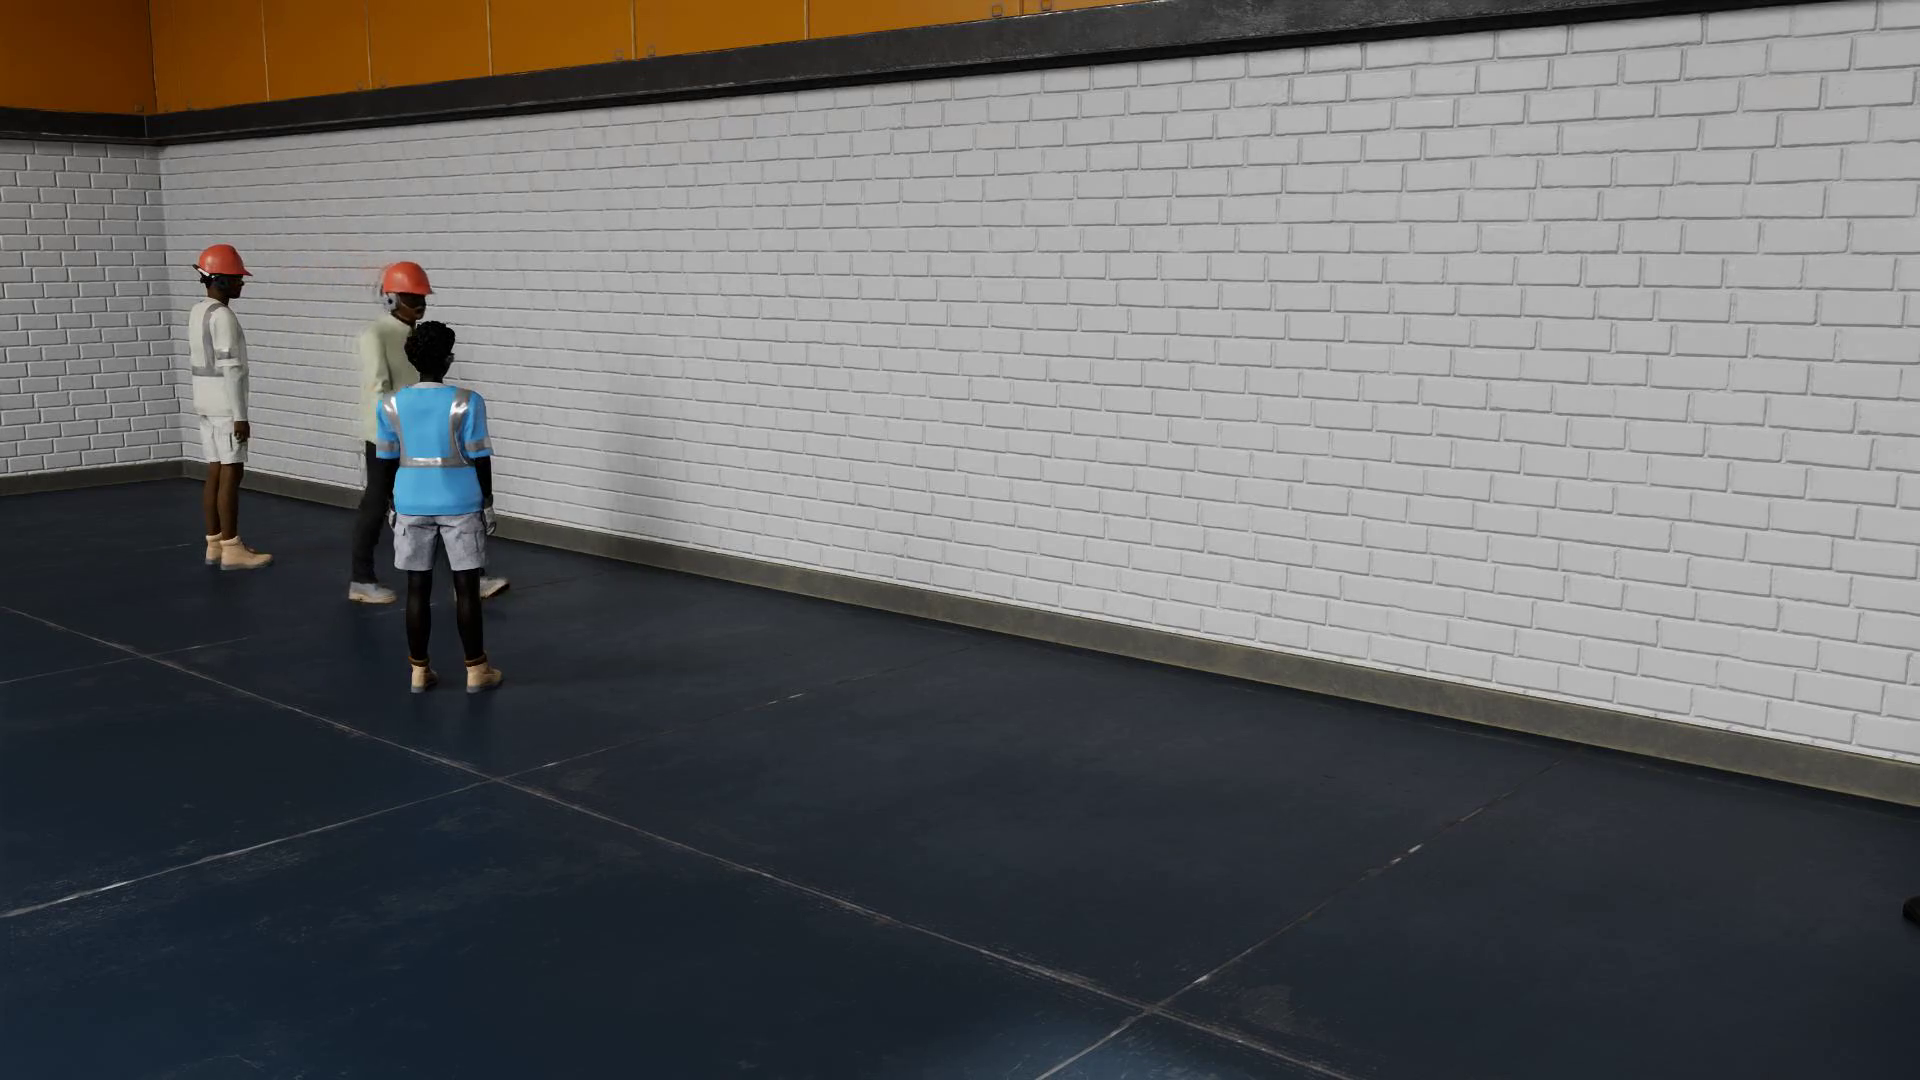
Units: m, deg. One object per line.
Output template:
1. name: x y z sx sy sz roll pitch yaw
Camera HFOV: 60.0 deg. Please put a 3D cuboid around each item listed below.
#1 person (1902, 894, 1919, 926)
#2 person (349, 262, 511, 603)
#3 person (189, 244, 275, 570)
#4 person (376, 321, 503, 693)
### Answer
1. person: 3.061 0.225 4.823 0.543 1.928 0.371 -2 10 -12
2. person: -3.077 -0.576 9.338 1.038 1.939 0.610 4 11 21
3. person: -4.632 -0.837 10.542 0.392 2.041 0.615 -9 13 -41
4. person: -2.362 -0.141 7.558 0.532 1.697 0.320 1 10 3
